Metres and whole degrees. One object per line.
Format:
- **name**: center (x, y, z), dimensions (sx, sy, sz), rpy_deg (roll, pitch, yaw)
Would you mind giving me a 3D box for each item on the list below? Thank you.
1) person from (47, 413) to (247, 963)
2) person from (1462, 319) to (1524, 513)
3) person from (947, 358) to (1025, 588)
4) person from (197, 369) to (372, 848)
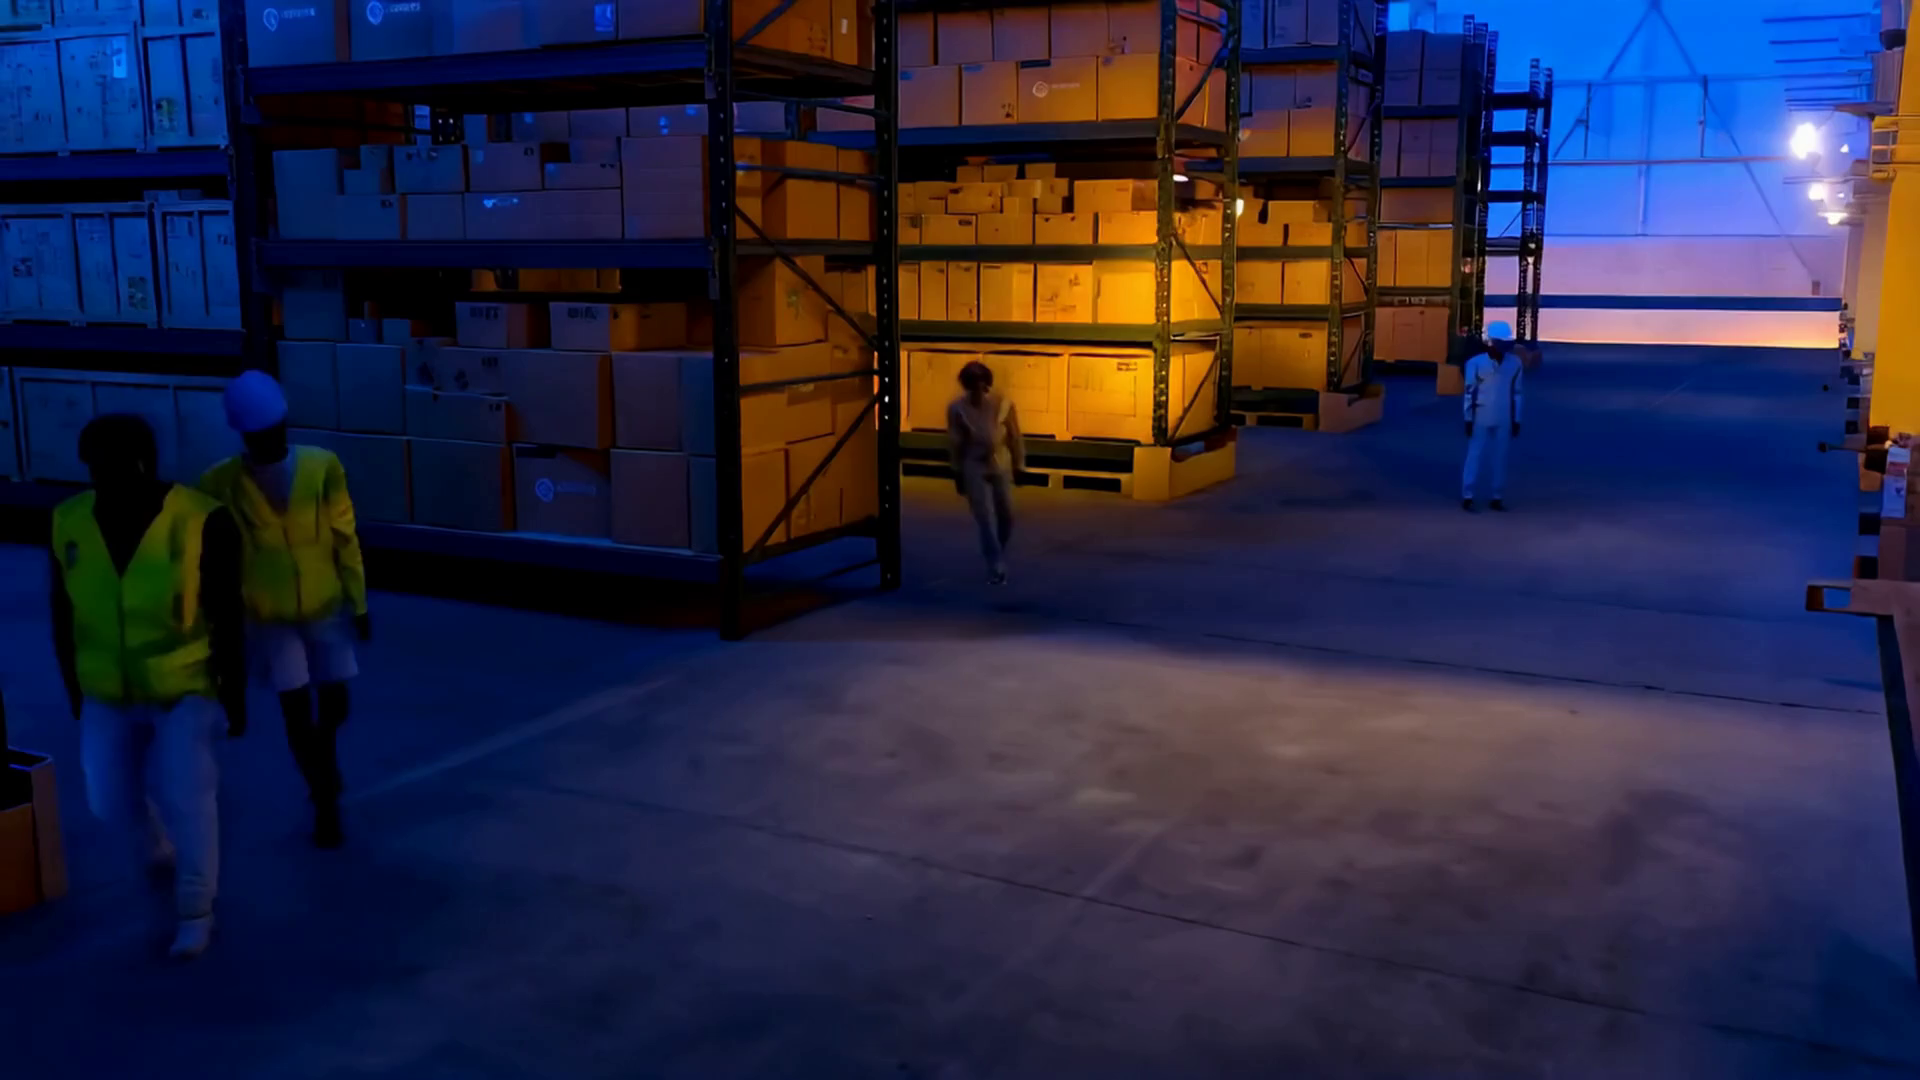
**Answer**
- **person**: center (-2.682, 0.479, 5.558), dimensions (0.641, 1.826, 0.503), rpy_deg (-1, 10, -6)
- **person**: center (4.793, -1.104, 14.932), dimensions (0.583, 1.743, 0.361), rpy_deg (-1, 10, -9)
- **person**: center (0.180, -0.494, 11.800), dimensions (0.548, 1.607, 0.584), rpy_deg (-1, 10, -4)
- **person**: center (-2.672, 0.257, 6.615), dimensions (0.596, 1.899, 0.649), rpy_deg (-5, 11, -27)
